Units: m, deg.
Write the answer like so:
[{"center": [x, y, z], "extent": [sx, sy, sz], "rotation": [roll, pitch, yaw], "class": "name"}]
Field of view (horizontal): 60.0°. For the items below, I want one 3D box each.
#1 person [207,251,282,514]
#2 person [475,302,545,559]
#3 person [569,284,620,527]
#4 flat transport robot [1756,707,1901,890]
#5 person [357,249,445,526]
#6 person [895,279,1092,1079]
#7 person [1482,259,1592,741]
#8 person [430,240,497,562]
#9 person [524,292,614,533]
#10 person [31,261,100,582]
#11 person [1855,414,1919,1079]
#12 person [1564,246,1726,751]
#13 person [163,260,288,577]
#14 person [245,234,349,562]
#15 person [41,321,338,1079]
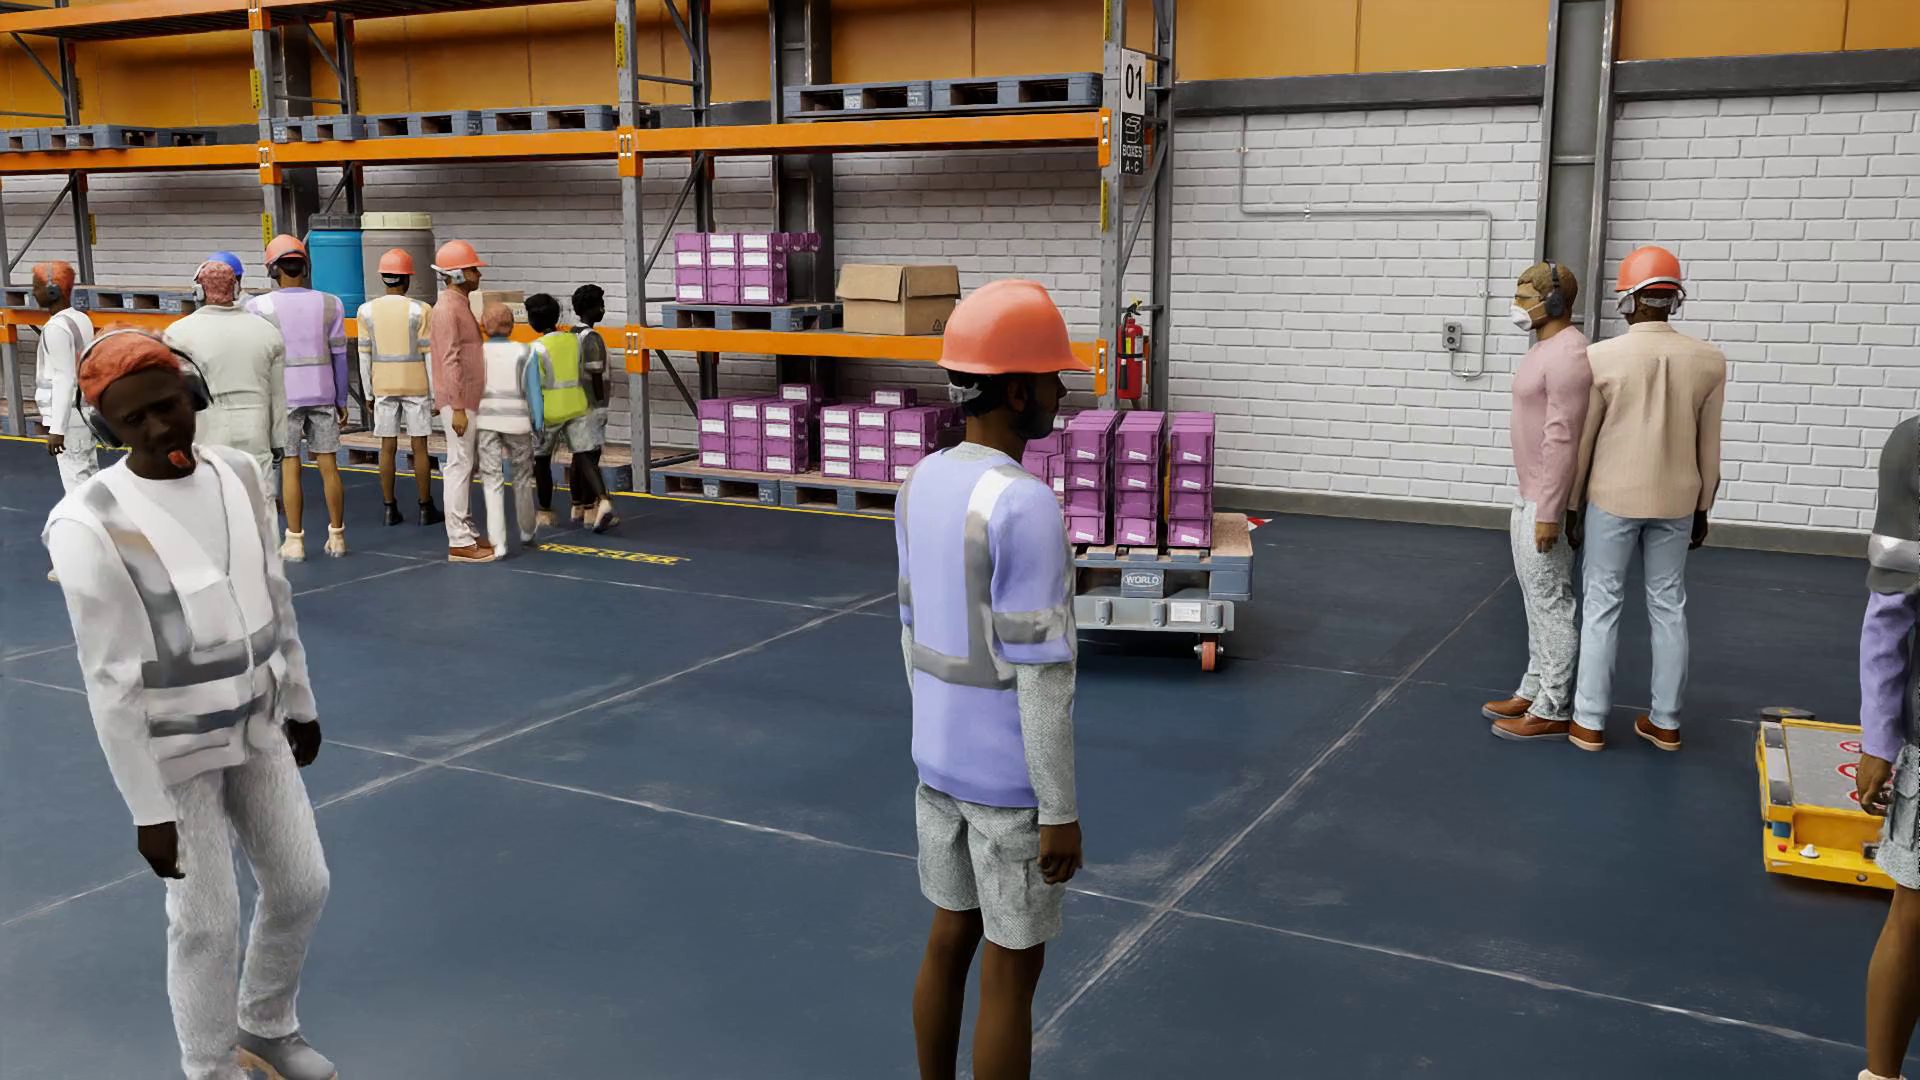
[{"center": [-5.180, -1.108, 11.991], "extent": [0.623, 1.922, 0.459], "rotation": [5, 11, 25], "class": "person"}, {"center": [-2.925, -0.712, 10.661], "extent": [0.523, 1.598, 0.811], "rotation": [-2, 11, -12], "class": "person"}, {"center": [-2.602, -0.942, 11.675], "extent": [0.317, 1.697, 0.540], "rotation": [-6, 12, -30], "class": "person"}, {"center": [3.103, 0.864, 5.688], "extent": [0.652, 0.197, 1.431], "rotation": [5, 11, 24], "class": "flat transport robot"}, {"center": [-3.908, -1.060, 11.664], "extent": [0.552, 1.937, 0.356], "rotation": [0, 10, -2], "class": "person"}, {"center": [0.085, 0.449, 3.391], "extent": [0.361, 1.939, 0.543], "rotation": [-6, 12, -29], "class": "person"}, {"center": [2.372, -0.155, 6.730], "extent": [0.367, 1.933, 0.627], "rotation": [2, 11, 10], "class": "person"}, {"center": [-3.115, -0.865, 10.434], "extent": [0.373, 1.997, 0.618], "rotation": [-2, 10, -9], "class": "person"}, {"center": [-2.693, -0.863, 11.356], "extent": [0.844, 1.652, 0.527], "rotation": [9, 14, 42], "class": "person"}, {"center": [-5.270, -0.699, 9.841], "extent": [0.355, 1.882, 0.576], "rotation": [-3, 11, -15], "class": "person"}, {"center": [2.153, 0.400, 3.371], "extent": [0.609, 2.044, 0.393], "rotation": [4, 11, 19], "class": "person"}, {"center": [2.664, -0.151, 6.561], "extent": [0.617, 1.986, 0.408], "rotation": [0, 10, -1], "class": "person"}, {"center": [-3.946, -0.542, 8.956], "extent": [0.398, 1.900, 0.635], "rotation": [10, 14, 42], "class": "person"}, {"center": [-4.132, -0.877, 10.399], "extent": [0.605, 2.035, 0.384], "rotation": [-8, 13, -38], "class": "person"}, {"center": [-1.634, 0.454, 3.607], "extent": [0.361, 1.856, 0.680], "rotation": [4, 11, 19], "class": "person"}]
